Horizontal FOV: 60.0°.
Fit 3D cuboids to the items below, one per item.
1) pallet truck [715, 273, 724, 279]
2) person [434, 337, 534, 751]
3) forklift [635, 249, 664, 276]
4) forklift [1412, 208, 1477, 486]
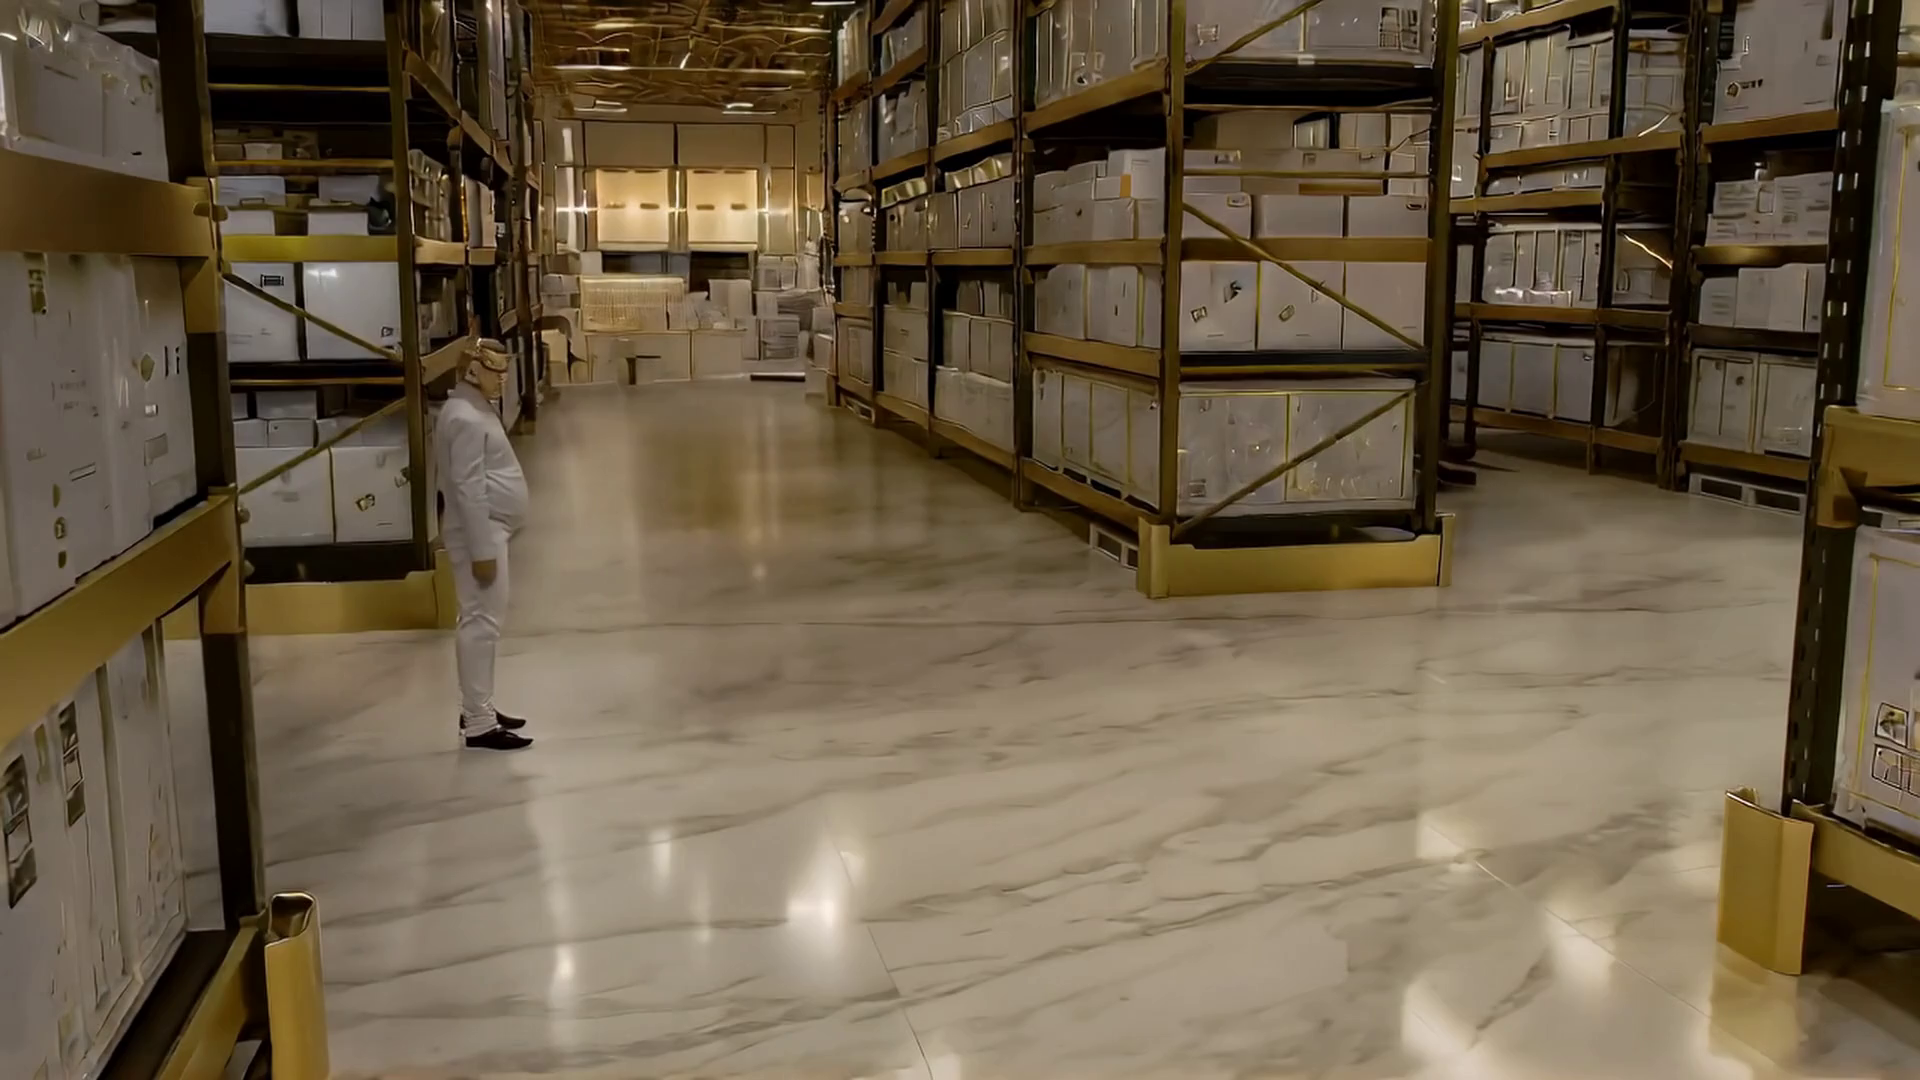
[{"bbox_3d":[-8.580,-8.986,62.280,1.885,1.965,0.823,1,9,5],"label":"pallet truck"},{"bbox_3d":[-2.200,0.017,7.705,0.407,1.902,0.638,-3,10,-18],"label":"person"},{"bbox_3d":[-10.500,-8.463,56.408,1.129,2.768,1.873,-7,12,-38],"label":"forklift"},{"bbox_3d":[4.426,-2.033,17.213,1.129,2.768,1.873,-2,10,-12],"label":"forklift"}]
